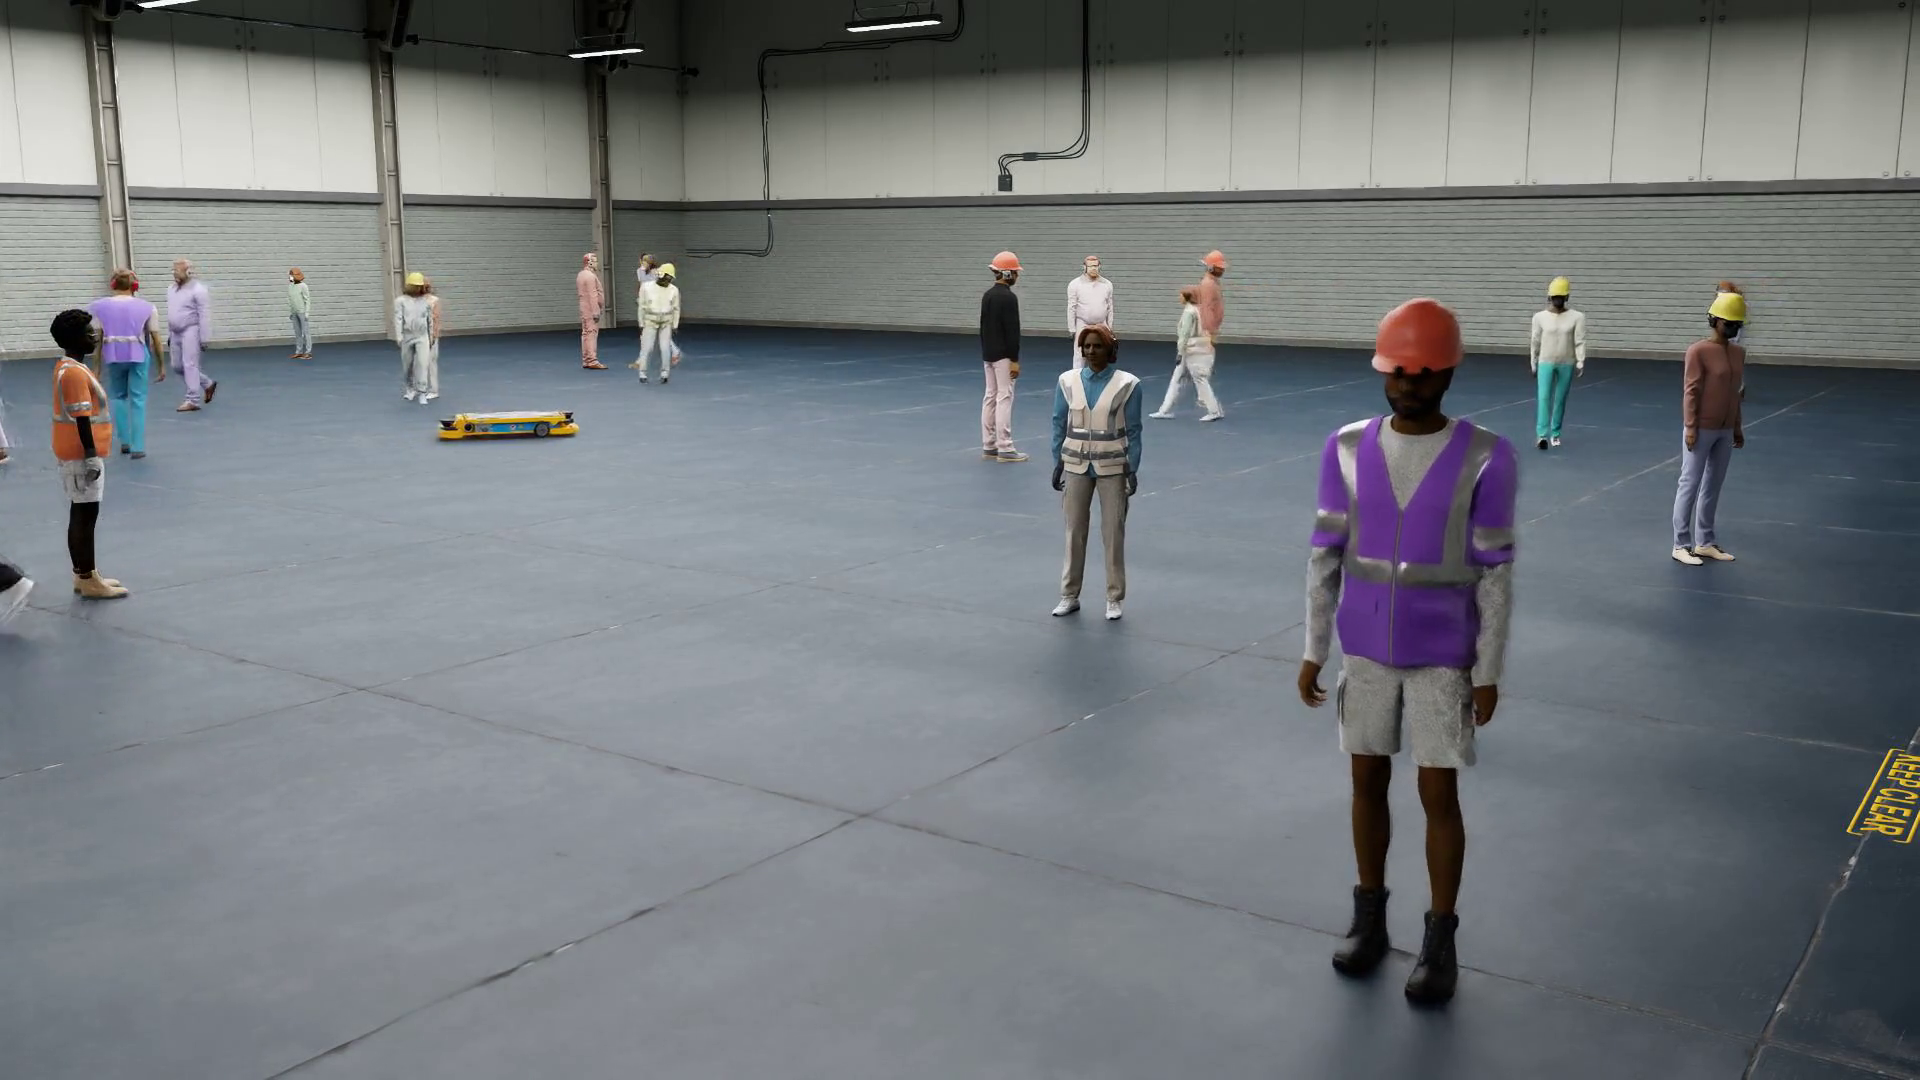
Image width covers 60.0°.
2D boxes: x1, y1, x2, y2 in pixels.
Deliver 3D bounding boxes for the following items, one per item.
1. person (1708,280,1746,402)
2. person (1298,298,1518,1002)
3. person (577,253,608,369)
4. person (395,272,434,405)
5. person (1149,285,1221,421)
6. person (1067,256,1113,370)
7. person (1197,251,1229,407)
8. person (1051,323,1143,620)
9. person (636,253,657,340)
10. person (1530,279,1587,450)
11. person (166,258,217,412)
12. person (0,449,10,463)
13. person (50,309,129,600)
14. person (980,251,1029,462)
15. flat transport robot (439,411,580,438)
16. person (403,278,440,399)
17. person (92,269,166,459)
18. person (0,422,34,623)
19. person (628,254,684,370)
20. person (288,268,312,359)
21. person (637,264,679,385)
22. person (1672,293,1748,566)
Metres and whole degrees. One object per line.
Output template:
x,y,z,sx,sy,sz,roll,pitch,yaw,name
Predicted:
9.892,-2.545,21.465,0.747,1.604,0.501,-7,12,-35,person
1.229,0.302,4.625,0.550,1.927,0.404,6,12,31,person
-6.086,-3.776,27.514,0.407,1.910,0.639,-6,12,-28,person
-7.106,-2.640,21.689,0.492,1.709,0.769,-4,11,-22,person
2.678,-2.180,19.446,0.855,1.592,0.532,2,10,11,person
1.748,-2.819,22.157,0.644,1.908,0.408,-3,10,-15,person
3.211,-2.667,21.165,0.407,1.969,0.732,2,10,13,person
0.753,-0.378,9.224,0.514,1.642,0.310,4,11,19,person
-6.717,-5.213,35.684,0.330,1.866,0.512,10,14,43,person
6.029,-1.762,16.793,0.530,1.708,0.943,3,11,16,person
-9.594,-2.559,20.740,0.660,1.889,0.626,6,12,28,person
-9.247,-1.530,15.179,0.984,1.828,0.495,-10,14,-43,person
-5.130,-0.498,9.744,0.318,1.697,0.535,-7,12,-33,person
0.410,-1.748,15.905,0.392,1.995,0.612,-5,11,-25,person
-4.883,-1.258,17.991,1.431,0.197,0.652,-3,11,-19,flat transport robot
-7.182,-2.687,22.204,0.525,1.628,0.414,1,10,8,person
-8.059,-1.712,16.168,0.614,1.823,0.627,-3,10,-15,person
-5.293,-0.441,8.860,0.482,1.894,0.633,-1,10,-4,person
-5.032,-3.775,27.526,0.939,1.907,0.644,-6,12,-30,person
-11.917,-4.082,29.992,0.500,1.633,0.286,6,12,31,person
-4.444,-3.174,24.506,0.620,1.782,0.417,-4,11,-21,person
4.899,-0.716,10.797,0.523,1.760,0.327,-5,11,-28,person
